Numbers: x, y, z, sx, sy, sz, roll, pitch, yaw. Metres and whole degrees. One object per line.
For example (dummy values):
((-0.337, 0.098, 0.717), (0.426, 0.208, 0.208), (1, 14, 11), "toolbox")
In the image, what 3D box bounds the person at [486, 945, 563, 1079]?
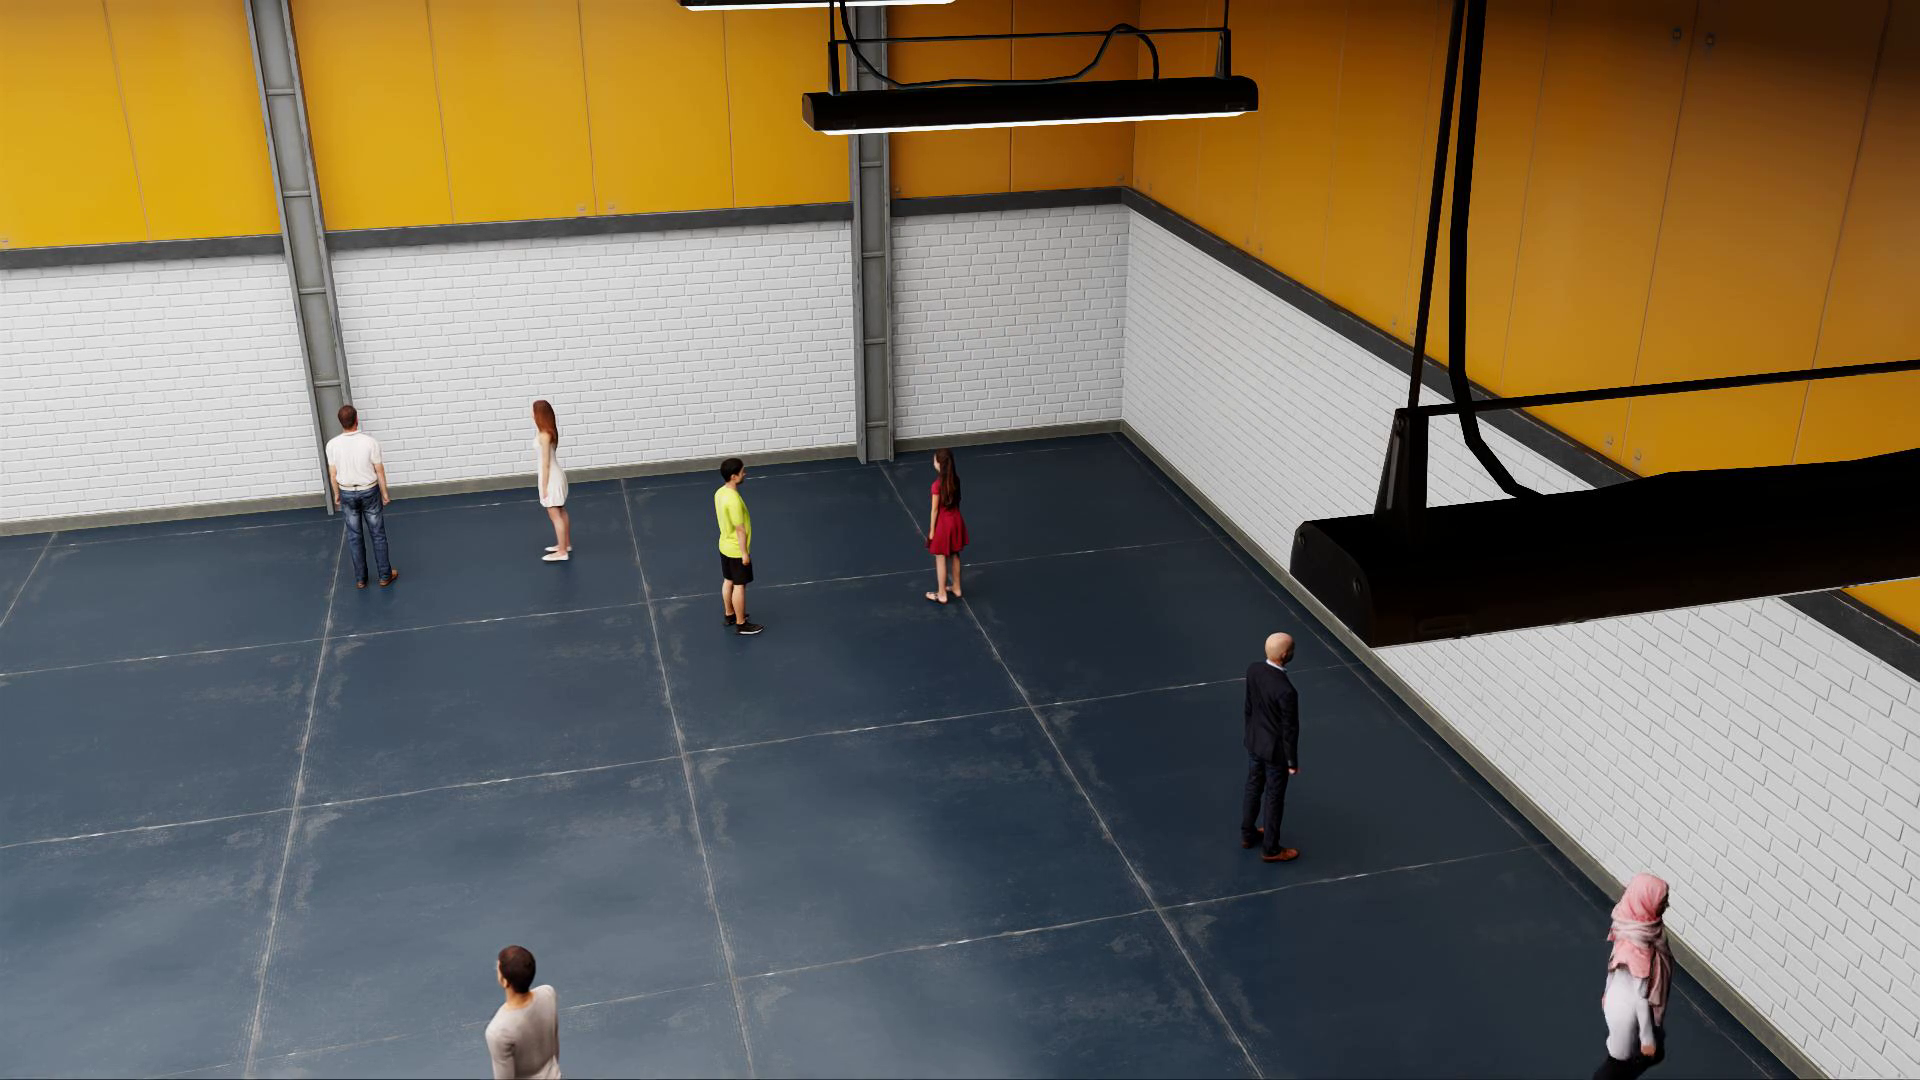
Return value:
((-2.233, 2.904, 8.695), (0.782, 1.868, 0.740), (11, 26, 23), "person")

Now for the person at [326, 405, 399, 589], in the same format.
((-5.903, -0.431, 16.343), (0.515, 1.853, 0.739), (-4, 24, -9), "person")

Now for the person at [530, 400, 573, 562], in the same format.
((-4.156, -0.624, 16.964), (0.572, 1.709, 0.591), (-2, 24, -4), "person")

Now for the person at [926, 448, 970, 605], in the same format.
((-0.129, -0.150, 16.078), (0.734, 1.551, 0.674), (20, 31, 38), "person")

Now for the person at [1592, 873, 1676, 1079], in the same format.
((3.681, 2.648, 9.379), (0.827, 1.791, 0.775), (10, 25, 21), "person")

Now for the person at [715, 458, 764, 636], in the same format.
((-2.094, 0.047, 15.430), (0.623, 1.709, 0.675), (-13, 27, -28), "person")

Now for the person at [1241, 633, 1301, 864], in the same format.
((2.244, 1.484, 12.030), (0.674, 1.800, 0.730), (-13, 27, -27), "person")
